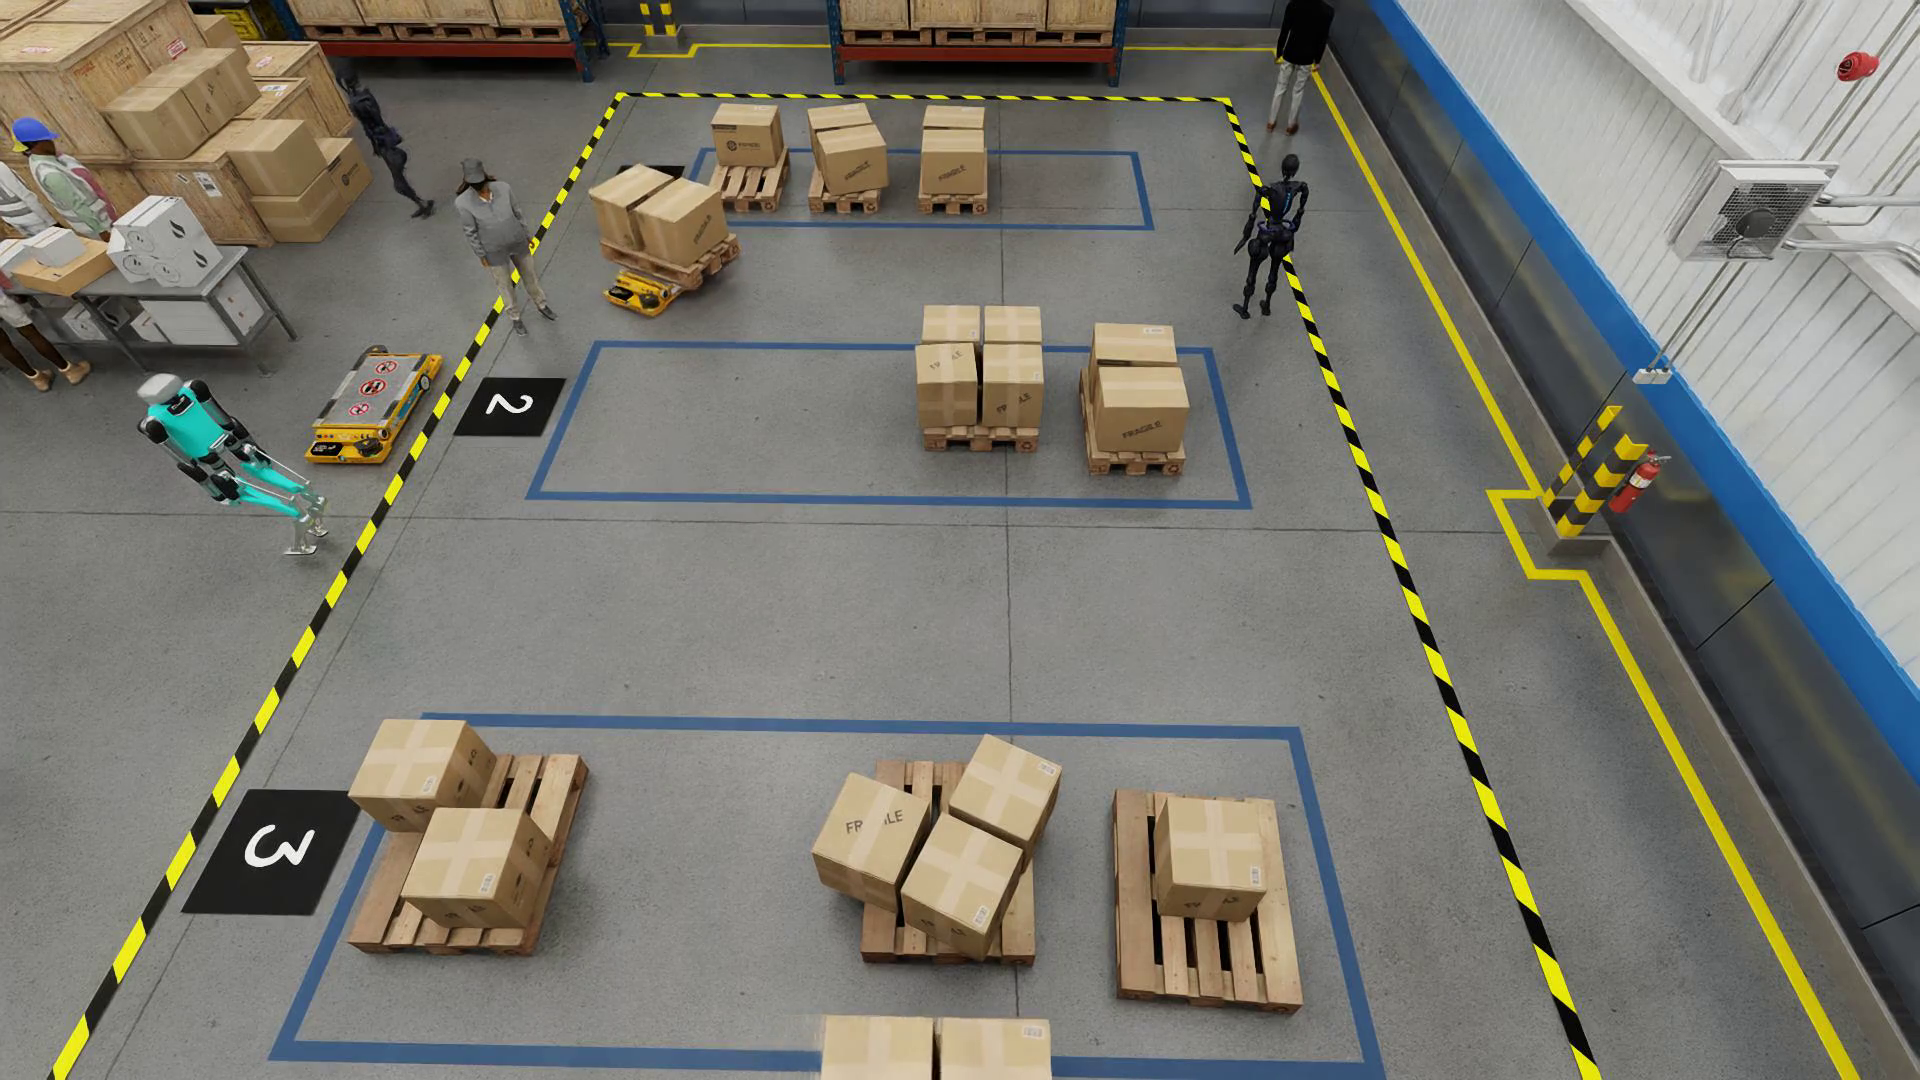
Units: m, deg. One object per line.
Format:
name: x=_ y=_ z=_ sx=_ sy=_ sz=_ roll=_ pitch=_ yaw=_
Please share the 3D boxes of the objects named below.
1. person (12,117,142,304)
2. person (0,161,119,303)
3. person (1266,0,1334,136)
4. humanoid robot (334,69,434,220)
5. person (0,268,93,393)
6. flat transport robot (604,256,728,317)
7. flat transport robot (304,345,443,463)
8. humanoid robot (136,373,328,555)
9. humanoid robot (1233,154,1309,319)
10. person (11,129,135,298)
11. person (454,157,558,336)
person: x=-8.417 y=-3.113 z=8.903 sx=0.399 sy=1.943 sz=0.606 roll=-36 pitch=58 yaw=-26
person: x=-9.134 y=-3.166 z=8.988 sx=0.583 sy=1.882 sz=0.337 roll=11 pitch=51 yaw=9
person: x=4.216 y=-6.021 z=11.407 sx=0.585 sy=1.880 sz=0.386 roll=23 pitch=53 yaw=18
humanoid robot: x=-6.339 y=-4.350 z=10.123 sx=0.611 sy=1.643 sz=0.335 roll=33 pitch=57 yaw=25
person: x=-8.649 y=-2.186 z=8.056 sx=0.605 sy=2.045 sz=0.387 roll=-15 pitch=51 yaw=-12
flat transport robot: x=-3.089 y=-2.936 z=9.833 sx=0.652 sy=0.197 sz=1.431 roll=22 pitch=53 yaw=18
flat transport robot: x=-5.383 y=-1.269 z=8.441 sx=0.659 sy=0.231 sz=1.431 roll=1 pitch=50 yaw=1
humanoid robot: x=-5.177 y=-0.497 z=6.742 sx=0.735 sy=1.671 sz=0.533 roll=8 pitch=50 yaw=7
humanoid robot: x=3.011 y=-2.935 z=8.920 sx=0.599 sy=1.655 sz=0.315 roll=-6 pitch=50 yaw=-5
person: x=-8.541 y=-3.178 z=9.031 sx=0.599 sy=1.830 sz=0.404 roll=19 pitch=52 yaw=16
person: x=-4.360 y=-2.814 z=8.765 sx=0.570 sy=1.766 sz=0.397 roll=-37 pitch=59 yaw=-27
